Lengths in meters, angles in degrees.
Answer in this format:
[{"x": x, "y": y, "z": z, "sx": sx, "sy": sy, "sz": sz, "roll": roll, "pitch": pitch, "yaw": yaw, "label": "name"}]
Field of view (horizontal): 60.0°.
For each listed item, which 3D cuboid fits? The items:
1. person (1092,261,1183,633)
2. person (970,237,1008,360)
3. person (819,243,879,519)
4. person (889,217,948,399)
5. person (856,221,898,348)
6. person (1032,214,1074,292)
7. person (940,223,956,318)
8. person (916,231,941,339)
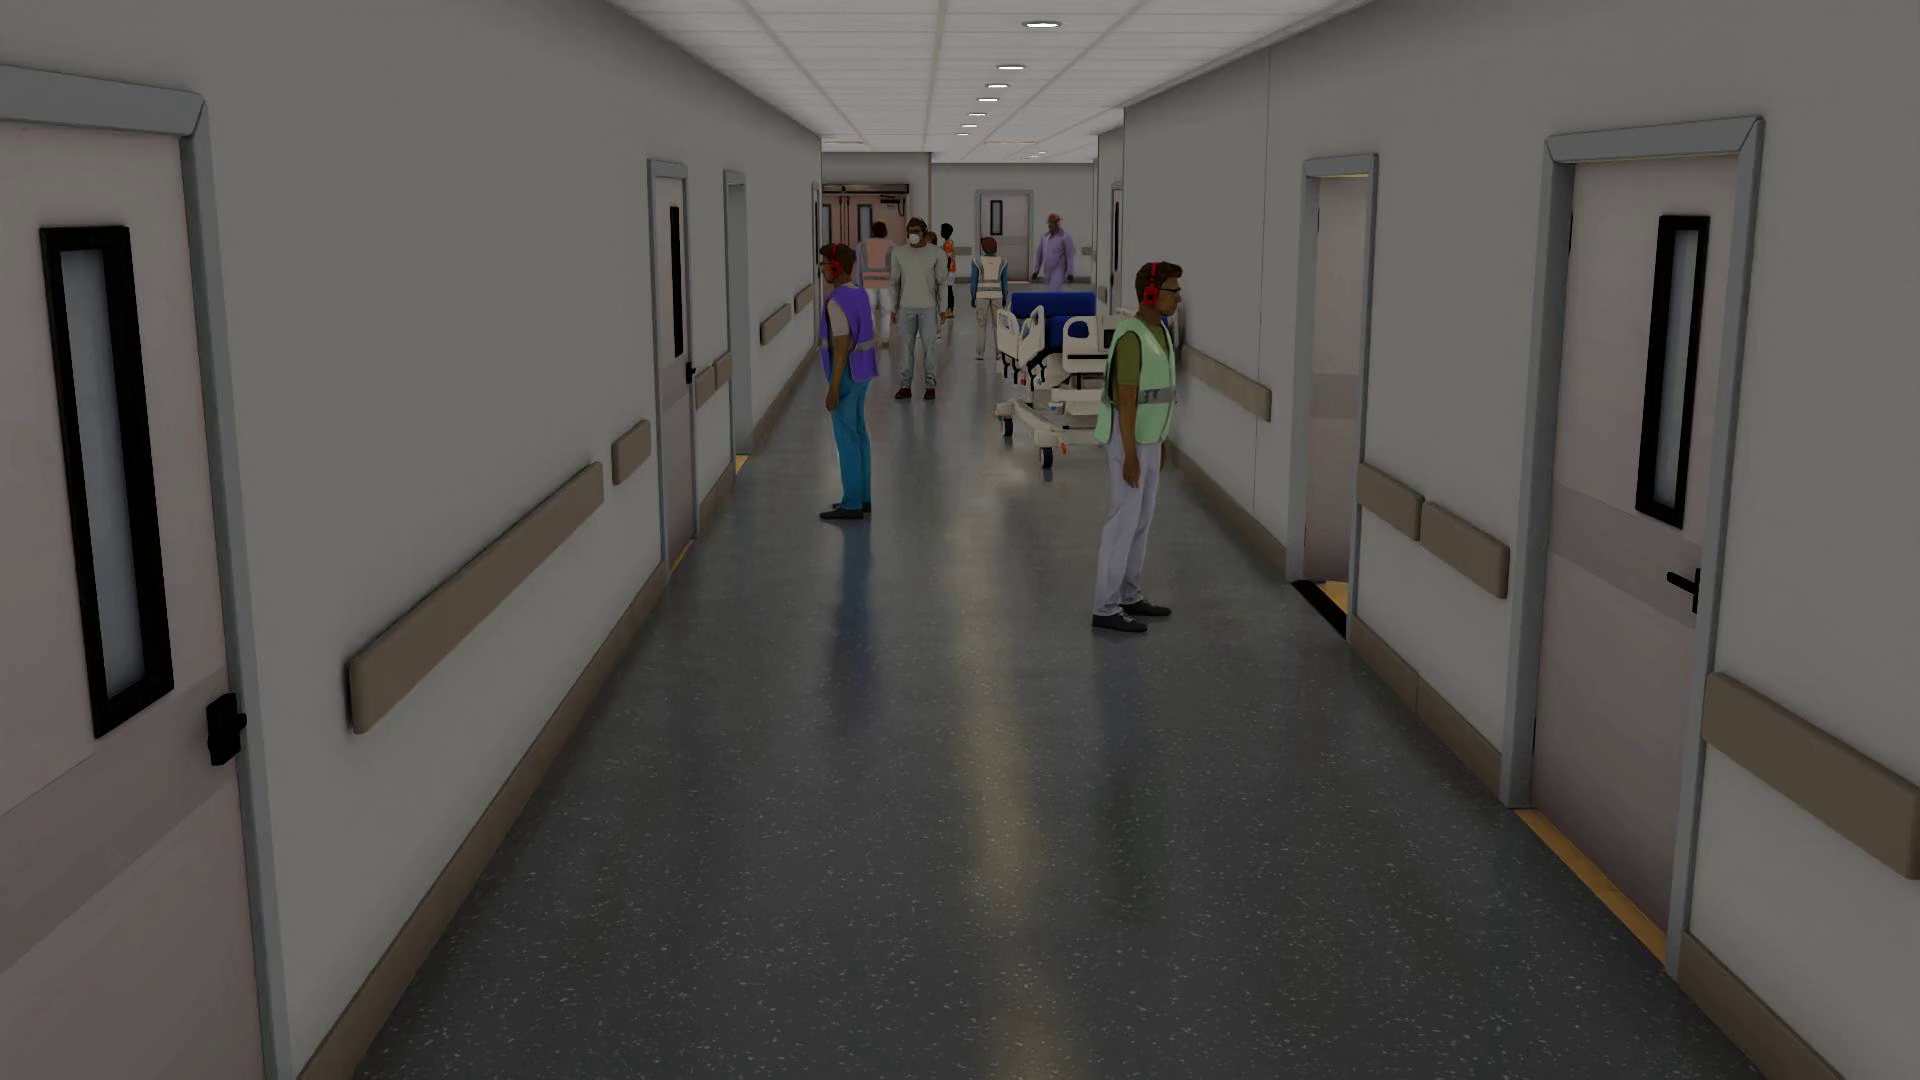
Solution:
[{"x": 0.888, "y": -0.465, "z": 8.299, "sx": 0.404, "sy": 1.832, "sz": 0.578, "roll": 5, "pitch": 13, "yaw": 24, "label": "person"}, {"x": 0.391, "y": -3.207, "z": 22.135, "sx": 0.509, "sy": 1.629, "sz": 0.315, "roll": -3, "pitch": 12, "yaw": -14, "label": "person"}, {"x": -0.744, "y": -1.057, "z": 11.133, "sx": 0.373, "sy": 1.840, "sz": 0.570, "roll": 3, "pitch": 12, "yaw": 13, "label": "person"}, {"x": -0.445, "y": -2.468, "z": 17.776, "sx": 0.635, "sy": 1.937, "sz": 0.354, "roll": 2, "pitch": 12, "yaw": 12, "label": "person"}, {"x": -1.171, "y": -3.641, "z": 23.772, "sx": 0.643, "sy": 1.822, "sz": 0.652, "roll": 0, "pitch": 12, "yaw": 1, "label": "person"}, {"x": 1.487, "y": -4.454, "z": 27.608, "sx": 0.906, "sy": 1.869, "sz": 0.658, "roll": -10, "pitch": 15, "yaw": -41, "label": "person"}, {"x": -0.232, "y": -4.854, "z": 29.989, "sx": 0.316, "sy": 1.697, "sz": 0.540, "roll": 0, "pitch": 12, "yaw": -2, "label": "person"}, {"x": -0.462, "y": -3.904, "z": 25.495, "sx": 0.514, "sy": 1.643, "sz": 0.307, "roll": 8, "pitch": 14, "yaw": 34, "label": "person"}]
